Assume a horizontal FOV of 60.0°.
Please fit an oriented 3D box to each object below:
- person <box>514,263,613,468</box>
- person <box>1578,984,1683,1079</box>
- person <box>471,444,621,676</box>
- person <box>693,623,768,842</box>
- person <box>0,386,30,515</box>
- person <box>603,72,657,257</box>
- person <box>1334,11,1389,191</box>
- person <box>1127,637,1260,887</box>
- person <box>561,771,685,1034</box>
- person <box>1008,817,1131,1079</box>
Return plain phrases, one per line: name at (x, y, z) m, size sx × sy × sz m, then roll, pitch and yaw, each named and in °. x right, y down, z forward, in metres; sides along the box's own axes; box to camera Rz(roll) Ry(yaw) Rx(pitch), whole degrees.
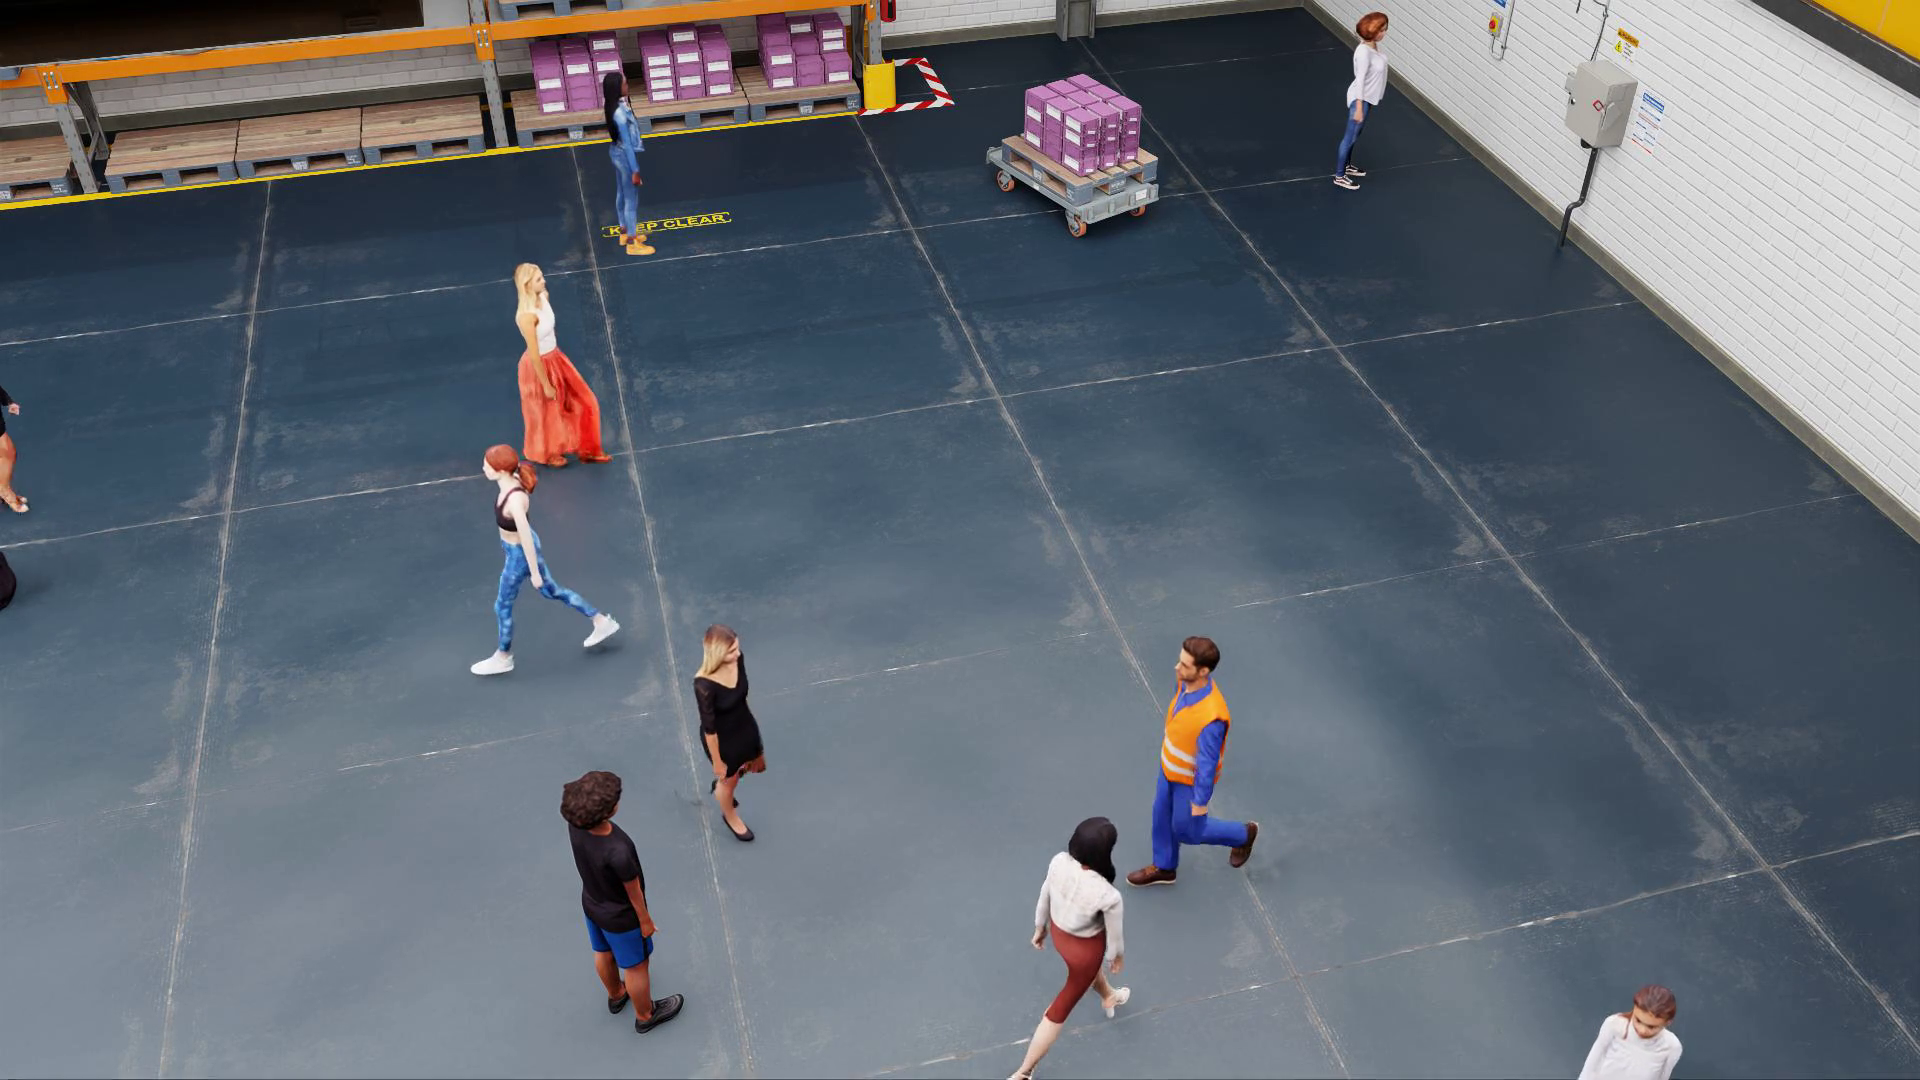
person at (-3.173, -1.264, 12.347) m, size 1.042 × 1.782 × 0.902 m, roll 7°, pitch 39°, yaw 9°
person at (3.108, 2.527, 7.814) m, size 1.015 × 1.516 × 1.079 m, roll 20°, pitch 43°, yaw 23°
person at (-2.693, 0.123, 10.643) m, size 1.209 × 1.742 × 0.594 m, roll -10°, pitch 40°, yaw -12°
person at (-1.384, 1.085, 9.499) m, size 0.783 × 1.667 × 0.722 m, roll 21°, pitch 43°, yaw 25°
person at (-7.120, -0.873, 11.987) m, size 0.649 × 1.621 × 0.608 m, roll -4°, pitch 39°, yaw -4°
person at (-3.048, -3.433, 15.121) m, size 0.569 × 1.711 × 0.638 m, roll -15°, pitch 41°, yaw -18°
person at (3.900, -4.320, 16.234) m, size 0.776 × 1.709 × 0.733 m, roll 16°, pitch 41°, yaw 19°
person at (1.347, 1.254, 9.141) m, size 1.000 × 1.850 × 0.725 m, roll -12°, pitch 40°, yaw -14°
person at (-1.758, 1.843, 8.444) m, size 0.706 × 1.799 × 0.746 m, roll 27°, pitch 46°, yaw 30°
person at (0.522, 2.098, 8.210) m, size 1.234 × 1.692 × 0.971 m, roll -31°, pitch 48°, yaw -33°
